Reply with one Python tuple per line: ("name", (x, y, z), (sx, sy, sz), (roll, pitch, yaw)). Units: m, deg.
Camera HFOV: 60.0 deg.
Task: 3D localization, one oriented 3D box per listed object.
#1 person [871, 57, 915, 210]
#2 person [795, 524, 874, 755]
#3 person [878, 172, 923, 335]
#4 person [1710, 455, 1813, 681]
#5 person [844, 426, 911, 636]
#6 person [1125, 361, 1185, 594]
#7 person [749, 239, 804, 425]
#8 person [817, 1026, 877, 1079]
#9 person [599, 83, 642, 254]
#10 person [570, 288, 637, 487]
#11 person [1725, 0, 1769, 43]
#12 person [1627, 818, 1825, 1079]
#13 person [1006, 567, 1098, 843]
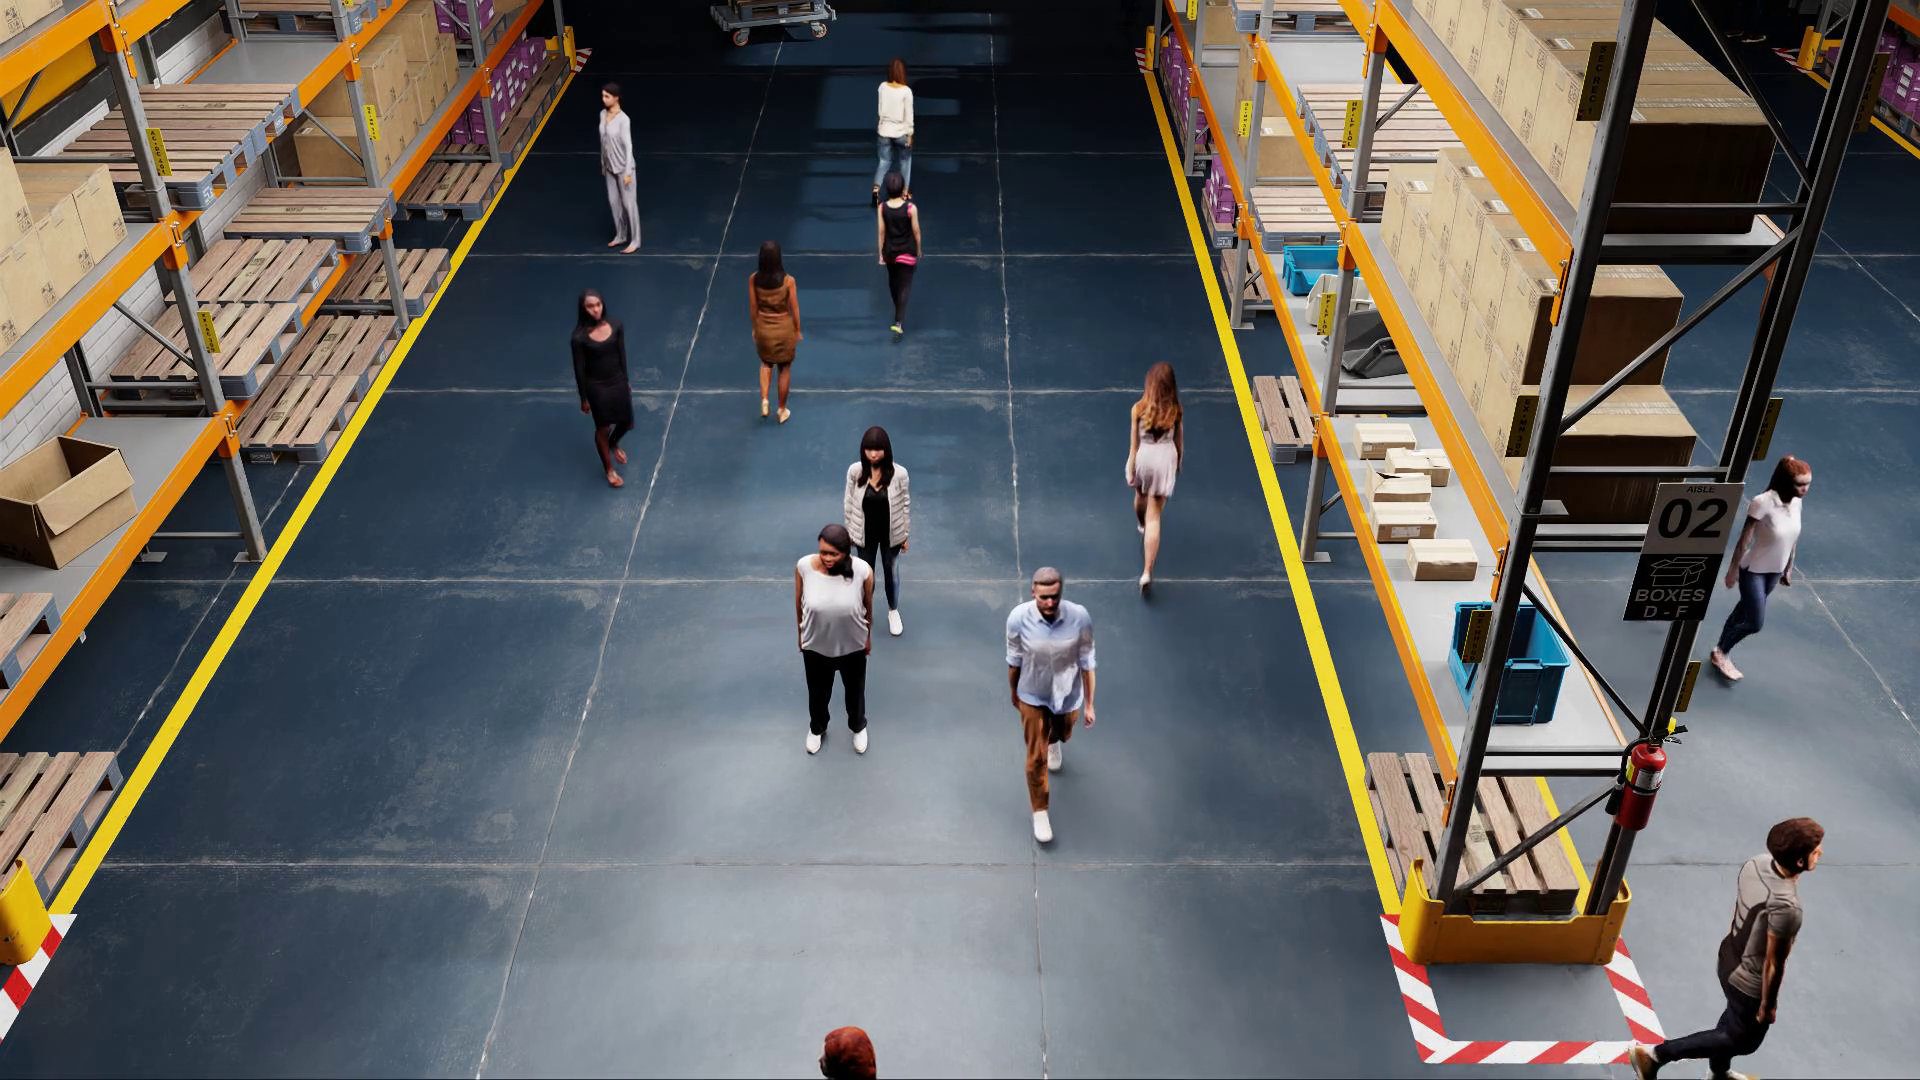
("person", (-0.757, -4.407, 18.178), (0.856, 1.660, 1.042), (15, 36, 21))
("person", (-0.792, 0.622, 10.586), (0.651, 1.688, 0.601), (2, 34, 2))
("person", (-0.587, -2.686, 15.711), (0.726, 1.522, 1.060), (9, 35, 14))
("person", (5.329, 0.161, 11.242), (0.690, 1.728, 0.715), (-16, 37, -22))
("person", (-0.575, -0.072, 11.675), (0.602, 1.638, 0.528), (0, 34, 1))
("person", (1.414, -0.417, 12.133), (0.617, 1.706, 1.162), (2, 34, 4))
("person", (-1.584, -1.708, 14.102), (0.633, 1.676, 0.716), (6, 34, 9))
("person", (-0.481, 2.758, 7.288), (0.666, 1.780, 0.493), (-5, 34, -8))
("person", (-3.528, -3.881, 17.283), (0.687, 1.774, 0.726), (23, 40, 31))
("person", (-2.896, -1.246, 13.375), (0.780, 1.711, 0.837), (-23, 40, -31))
("person", (11.215, -7.992, 23.360), (0.864, 1.892, 0.760), (-11, 35, -16))
("person", (3.802, 2.116, 8.168), (0.815, 1.877, 0.958), (5, 34, 7))
("person", (0.547, 0.870, 10.116), (0.744, 1.795, 1.160), (-3, 34, -4))
